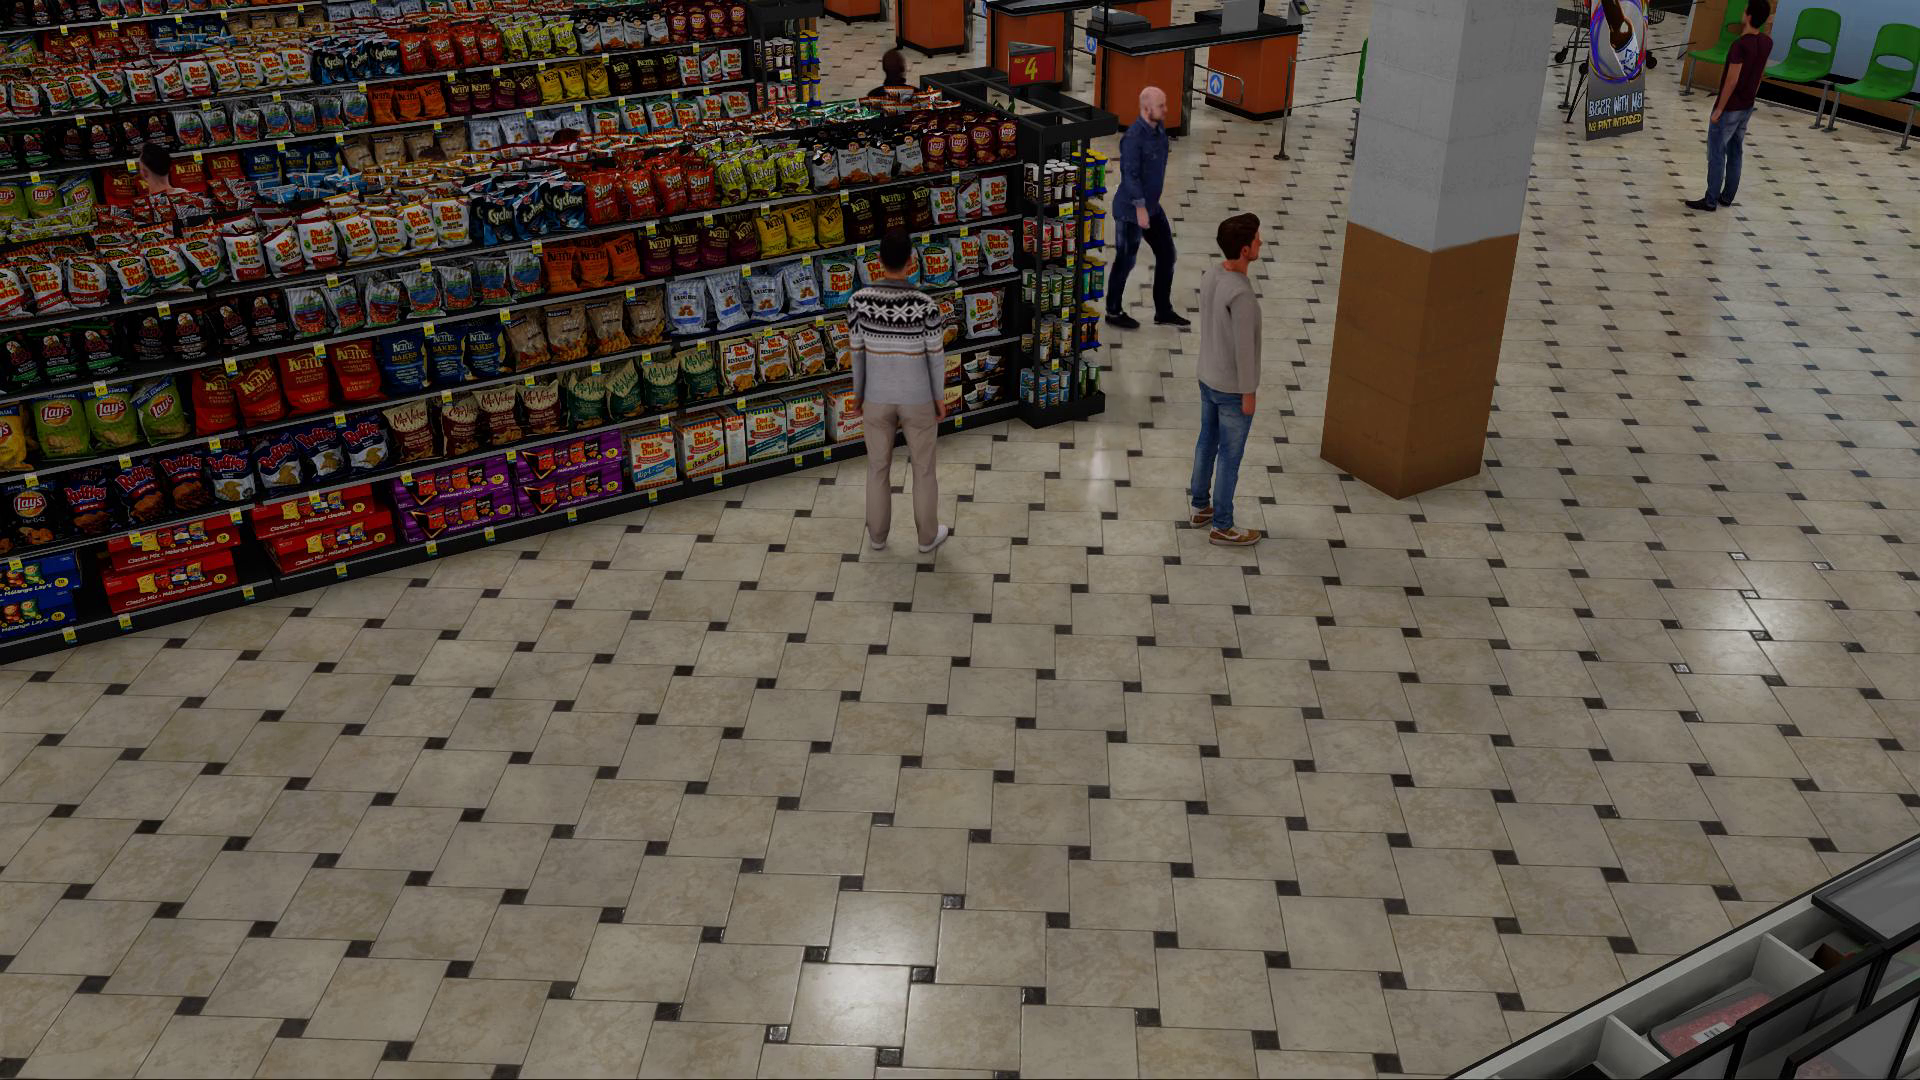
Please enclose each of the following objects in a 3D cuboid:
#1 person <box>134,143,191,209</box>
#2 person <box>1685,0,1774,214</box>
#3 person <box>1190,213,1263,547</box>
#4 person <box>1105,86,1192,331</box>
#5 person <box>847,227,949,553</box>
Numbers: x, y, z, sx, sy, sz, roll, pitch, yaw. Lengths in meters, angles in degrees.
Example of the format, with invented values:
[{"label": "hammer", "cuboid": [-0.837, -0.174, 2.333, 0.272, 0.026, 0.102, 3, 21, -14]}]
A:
[{"label": "person", "cuboid": [-5.001, -1.646, 10.698, 0.813, 1.841, 0.702, 13, 31, 23]}, {"label": "person", "cuboid": [6.855, -3.848, 14.711, 0.504, 1.859, 0.726, -18, 33, -29]}, {"label": "person", "cuboid": [1.483, -0.887, 9.239, 0.641, 1.905, 0.695, -9, 30, -17]}, {"label": "person", "cuboid": [1.230, -2.395, 12.109, 1.017, 1.801, 0.980, 15, 32, 25]}, {"label": "person", "cuboid": [-0.336, -0.796, 9.117, 0.738, 1.862, 0.824, 5, 29, 8]}]
